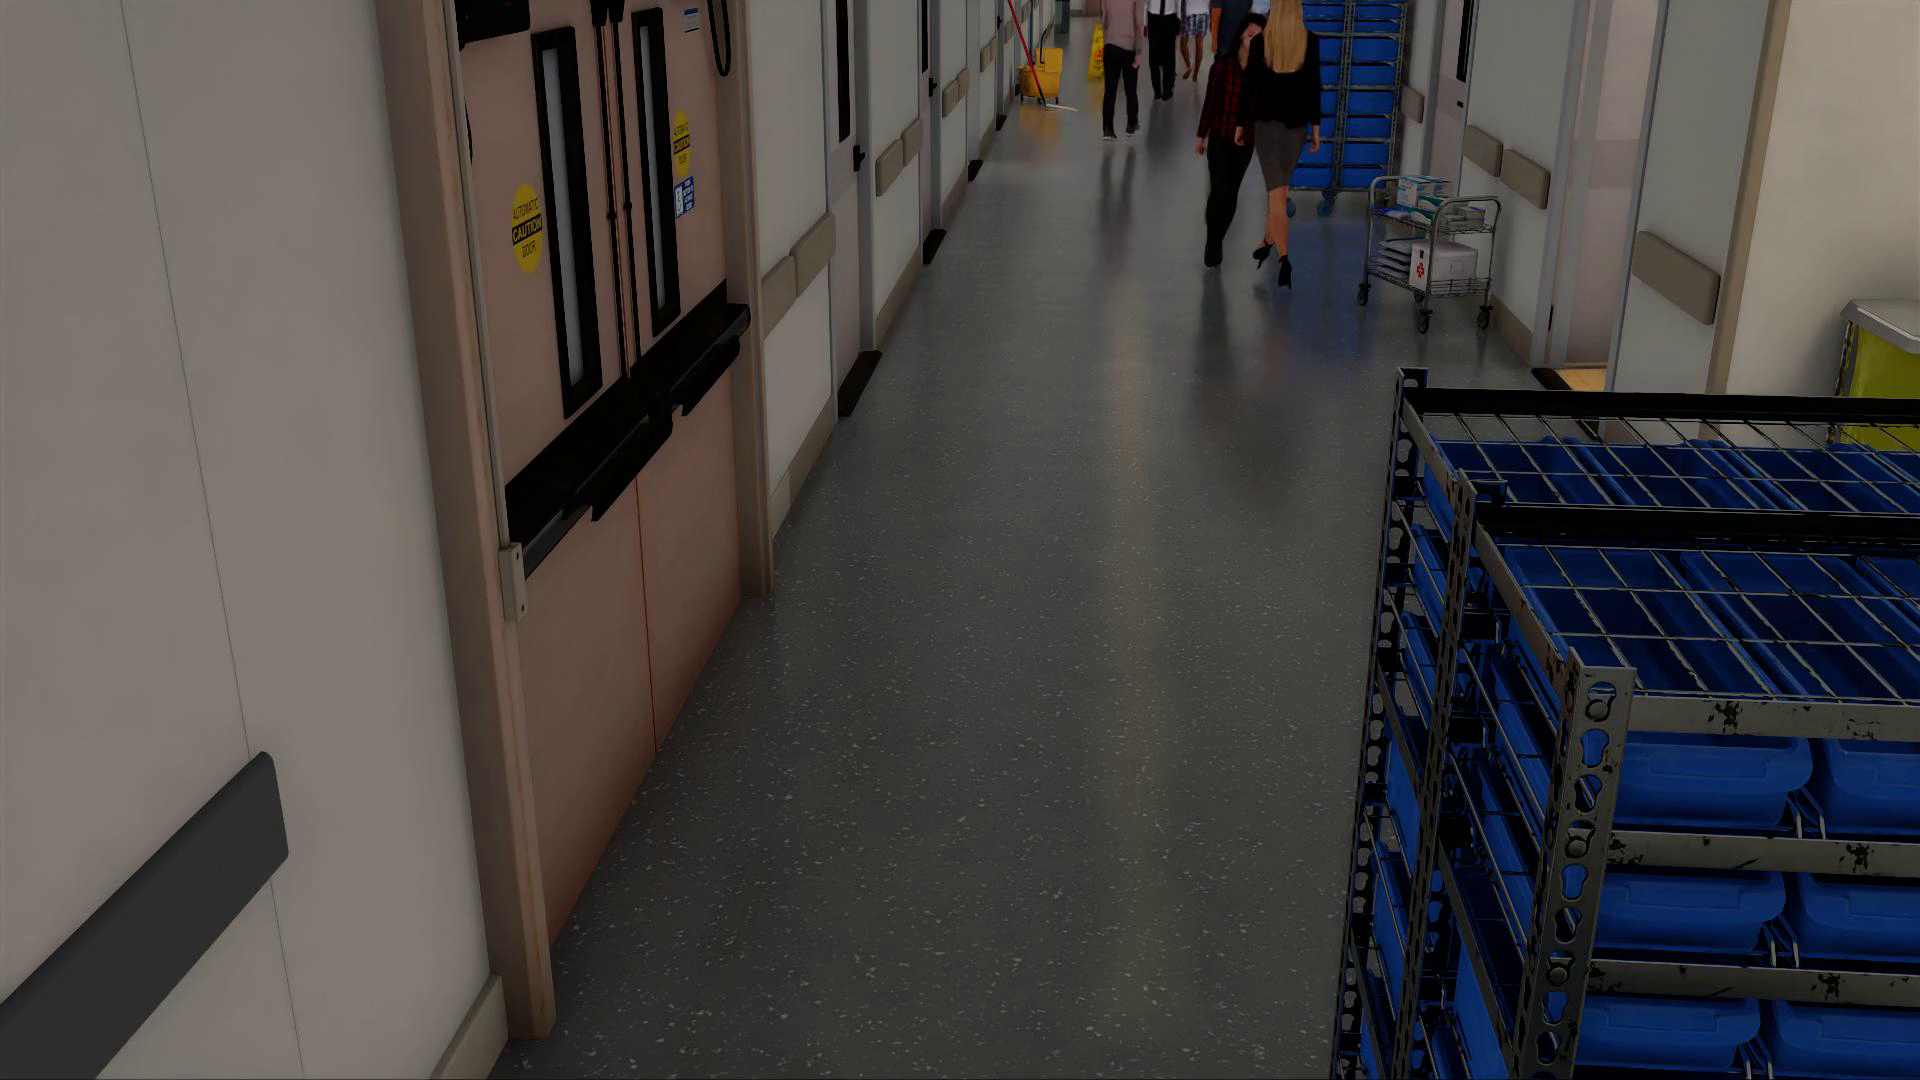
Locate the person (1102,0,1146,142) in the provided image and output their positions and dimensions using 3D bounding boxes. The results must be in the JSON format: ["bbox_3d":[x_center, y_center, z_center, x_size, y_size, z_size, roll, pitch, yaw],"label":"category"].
[{"bbox_3d":[1.579,-4.867,16.707,0.871,1.758,1.279,9,22,21],"label":"person"}]

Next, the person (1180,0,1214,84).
[{"bbox_3d":[3.231,-7.132,22.747,0.675,1.716,0.660,0,21,1],"label":"person"}]

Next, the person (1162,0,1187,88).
[{"bbox_3d":[2.855,-6.922,22.213,0.705,1.702,0.763,-11,23,-26],"label":"person"}]

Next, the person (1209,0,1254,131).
[{"bbox_3d":[2.895,-5.312,17.810,0.725,1.810,0.710,-8,22,-21],"label":"person"}]

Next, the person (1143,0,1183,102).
[{"bbox_3d":[2.477,-6.337,20.527,0.690,1.802,1.168,1,21,3],"label":"person"}]

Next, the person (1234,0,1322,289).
[{"bbox_3d":[1.989,-2.426,10.220,0.750,1.788,1.167,-1,21,-3],"label":"person"}]

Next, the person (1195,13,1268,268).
[{"bbox_3d":[1.797,-2.643,11.021,0.672,1.627,0.643,1,21,4],"label":"person"}]
